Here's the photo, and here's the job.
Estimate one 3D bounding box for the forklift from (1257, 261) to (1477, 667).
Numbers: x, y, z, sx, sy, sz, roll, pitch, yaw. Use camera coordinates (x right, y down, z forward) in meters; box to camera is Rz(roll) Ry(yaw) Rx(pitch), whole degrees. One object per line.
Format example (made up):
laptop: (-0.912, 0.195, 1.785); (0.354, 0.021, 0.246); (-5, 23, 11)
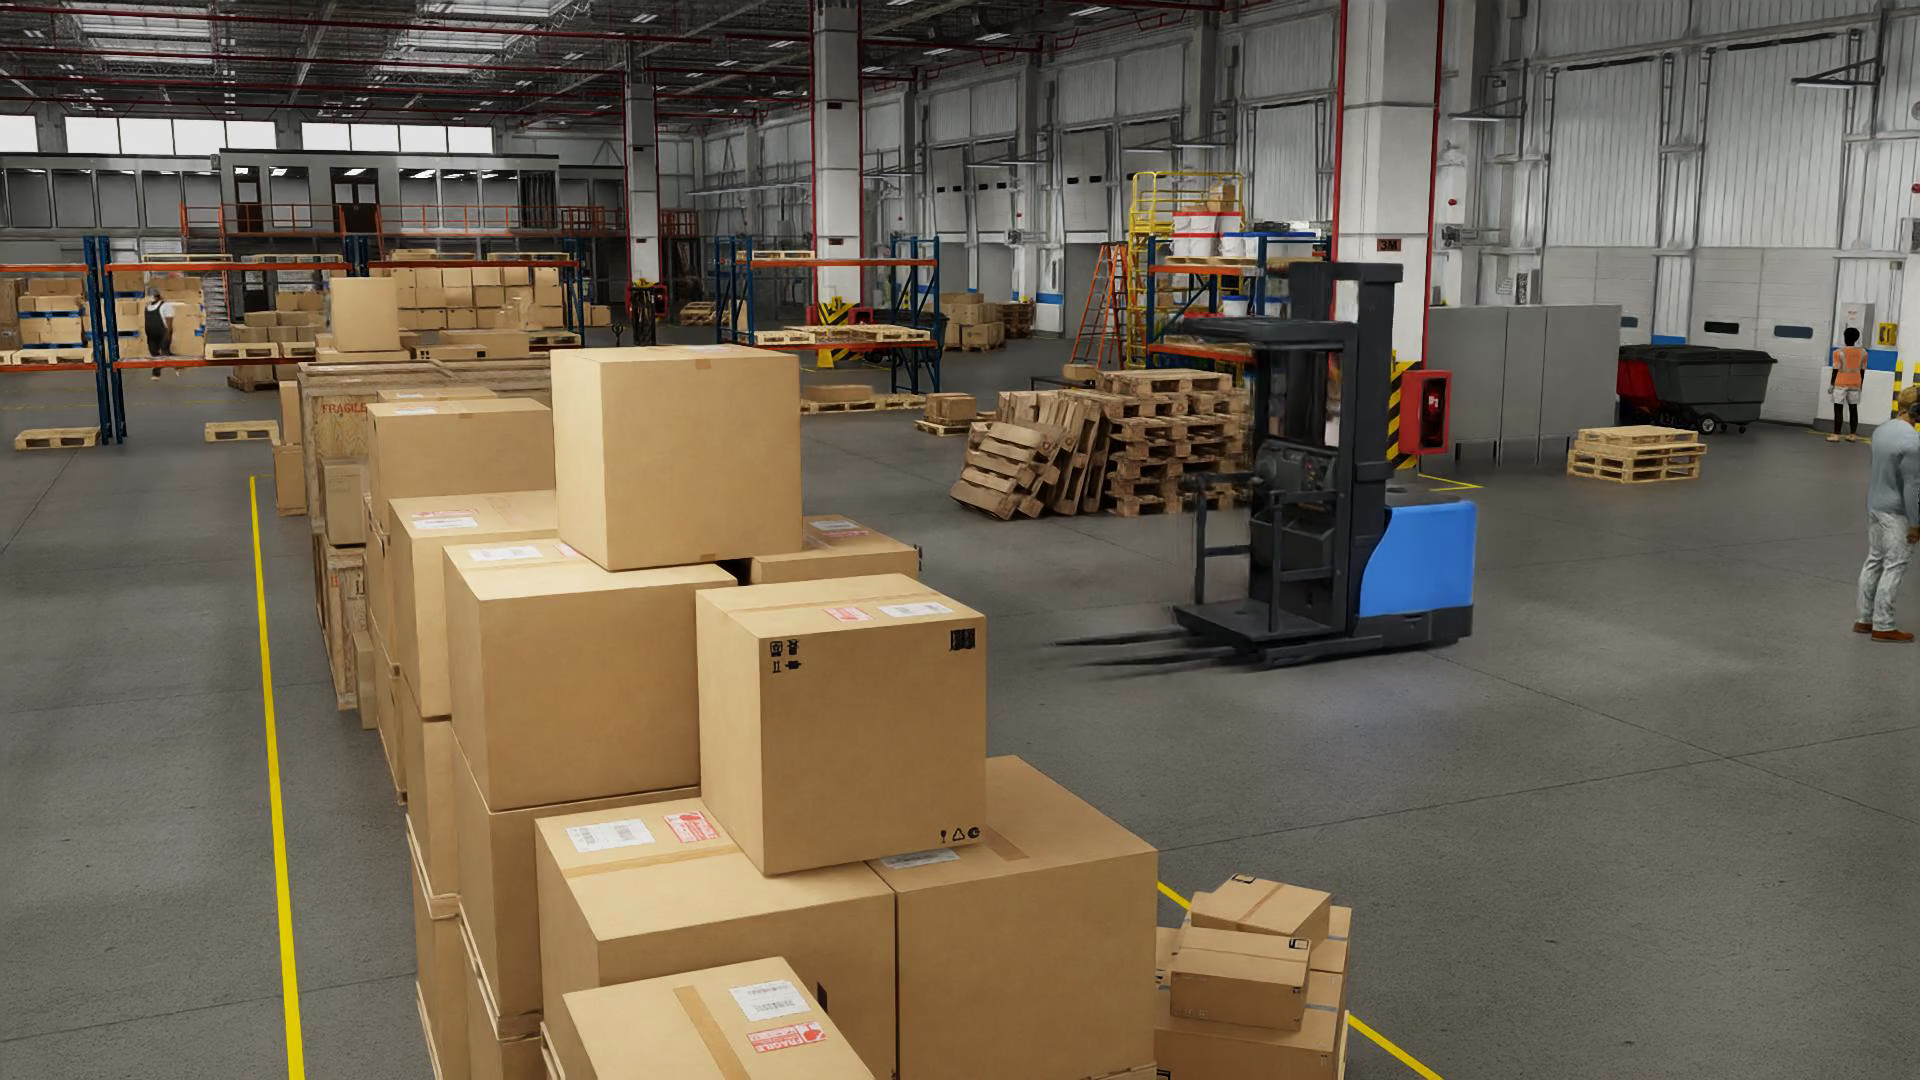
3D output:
forklift: (2.766, -0.631, 12.164); (1.873, 2.768, 1.129); (-4, 11, -23)

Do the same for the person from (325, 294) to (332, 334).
person: (-16.239, -5.743, 43.053); (0.874, 1.906, 0.653); (4, 11, 22)

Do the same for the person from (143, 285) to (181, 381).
person: (-16.900, -4.371, 35.090); (0.708, 2.000, 0.664); (2, 11, 13)

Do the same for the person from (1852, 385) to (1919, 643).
person: (6.957, -0.190, 12.373); (0.367, 1.926, 0.638); (1, 10, 4)

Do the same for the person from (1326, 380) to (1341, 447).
person: (2.870, -0.289, 12.973); (0.630, 1.893, 0.973); (-5, 11, -26)

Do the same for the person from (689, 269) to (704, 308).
person: (-10.524, -9.922, 66.366); (0.973, 1.793, 0.536); (8, 13, 37)

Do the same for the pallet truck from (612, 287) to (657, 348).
pallet truck: (-6.464, -4.406, 35.401); (0.823, 1.965, 1.885); (6, 12, 32)

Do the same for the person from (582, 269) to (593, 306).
person: (-13.326, -8.704, 59.353); (0.584, 1.911, 0.392); (8, 13, 38)

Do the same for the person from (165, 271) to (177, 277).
person: (-24.772, -7.513, 52.586); (0.747, 1.978, 0.626); (-6, 12, -31)

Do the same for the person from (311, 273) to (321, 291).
person: (-21.548, -7.999, 55.554); (0.501, 1.871, 0.588); (-6, 12, -30)

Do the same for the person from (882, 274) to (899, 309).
person: (-2.355, -8.086, 56.224); (0.629, 1.810, 0.891); (-3, 11, -14)

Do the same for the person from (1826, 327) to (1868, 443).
person: (13.057, -2.276, 24.495); (0.541, 1.695, 0.315); (-1, 10, -5)
